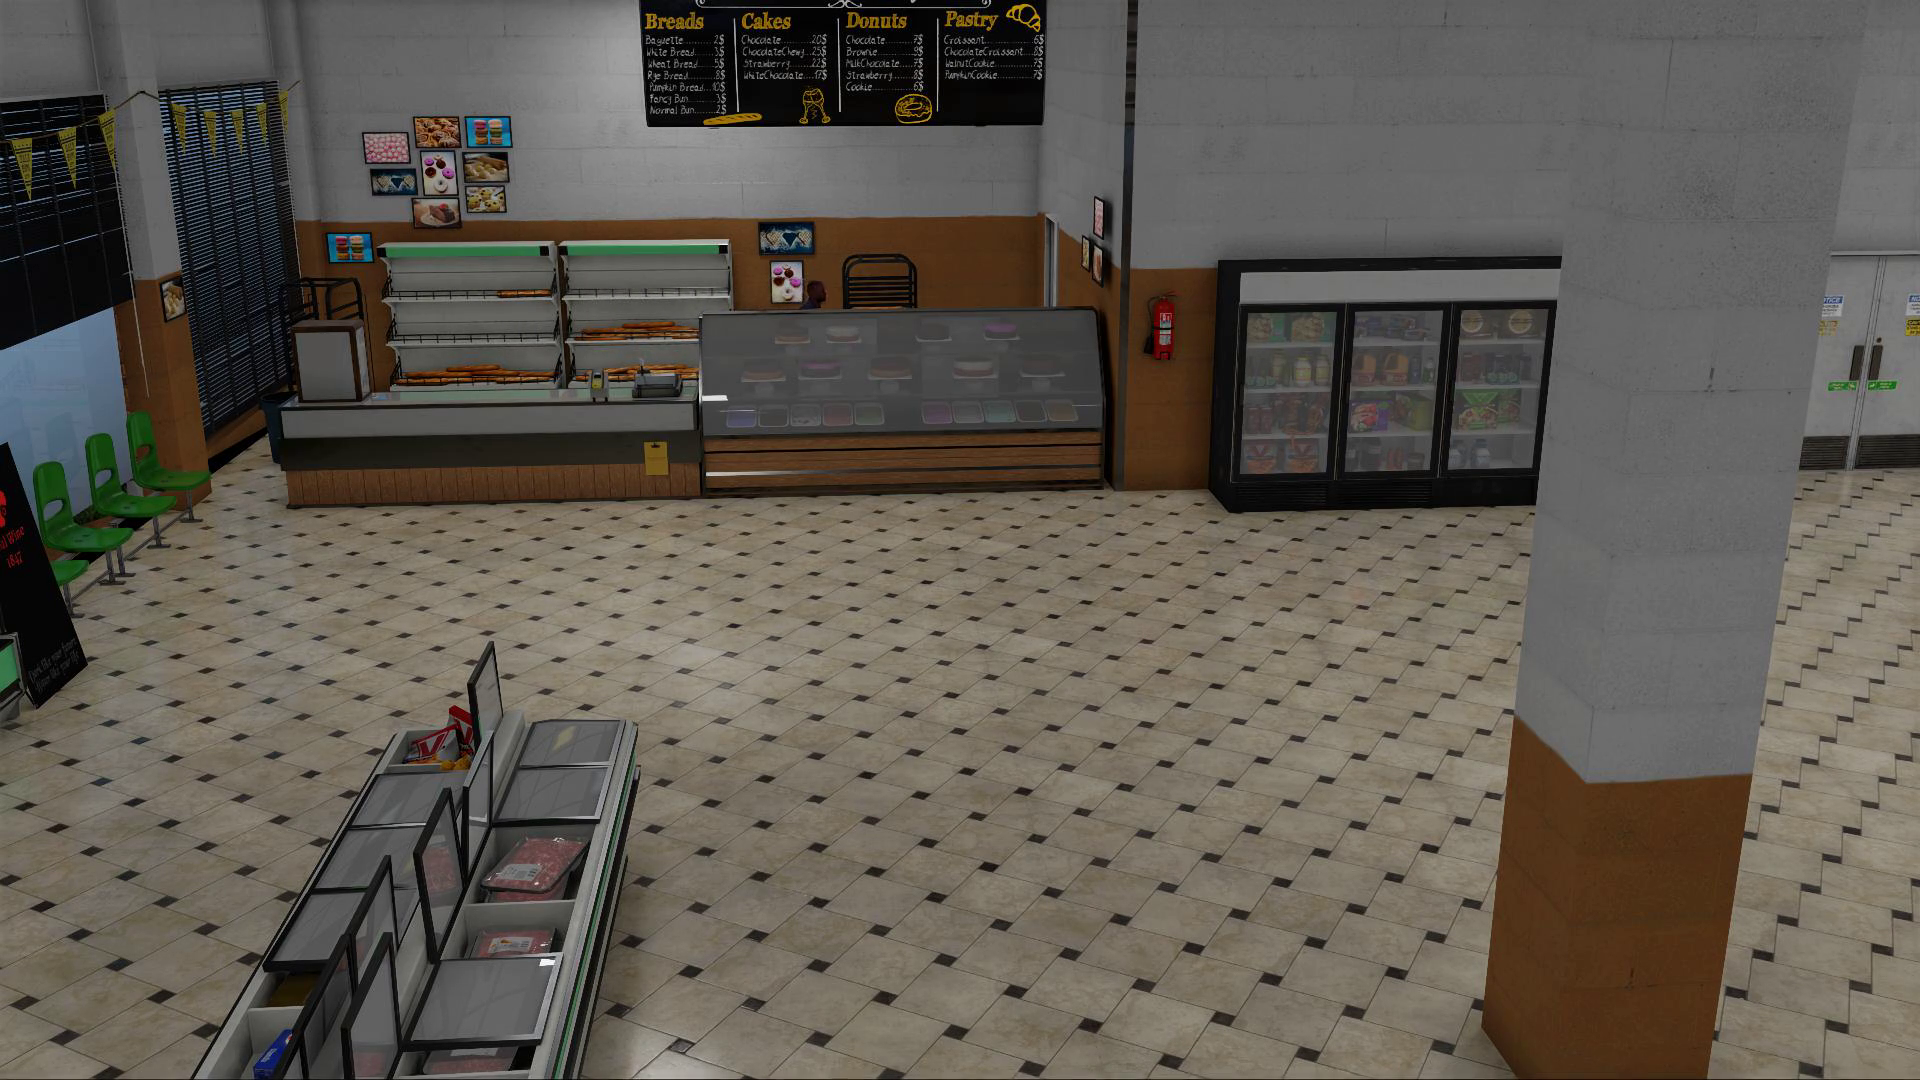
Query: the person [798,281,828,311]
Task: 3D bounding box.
[{"bbox_3d":[-1.716,-1.981,18.530,0.943,1.798,1.063,4,17,13],"label":"person"}]
